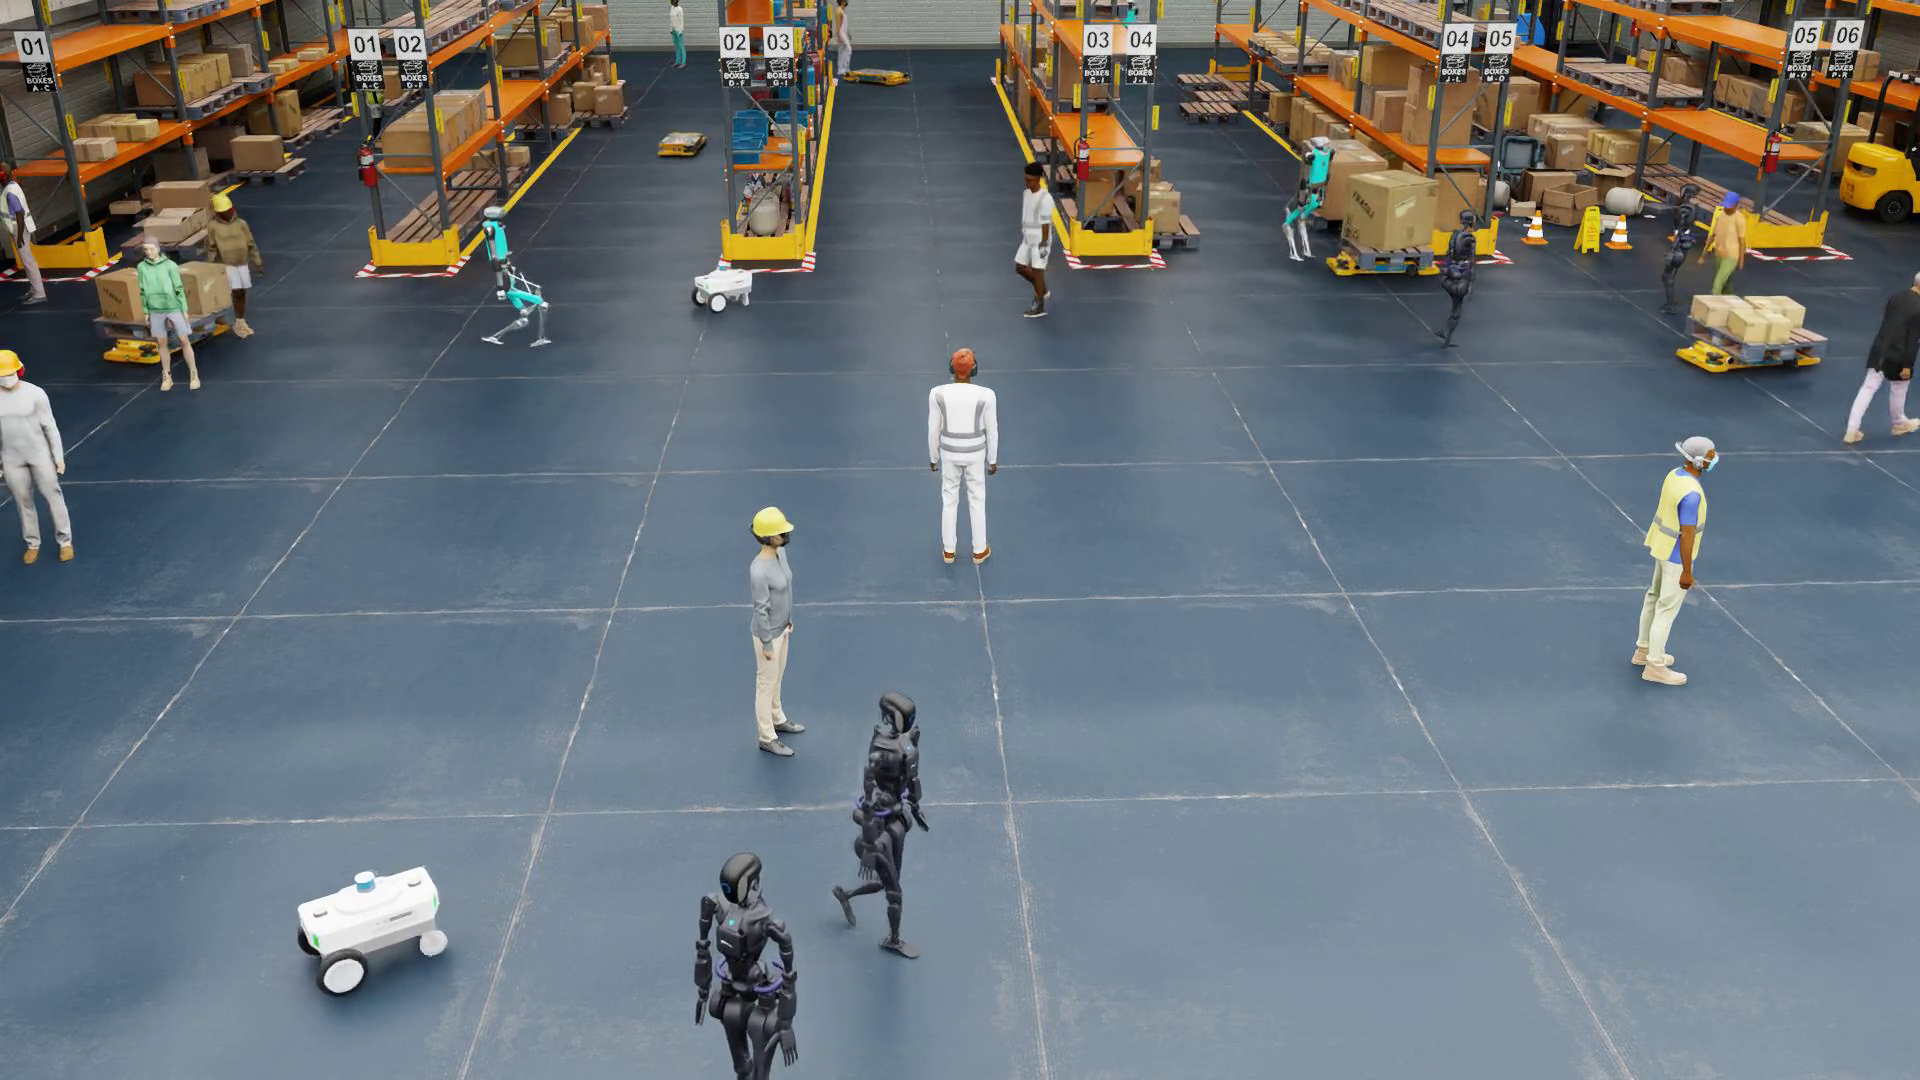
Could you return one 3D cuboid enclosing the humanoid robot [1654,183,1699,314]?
[{"bbox_3d":[9.064,-3.678,21.000,0.328,1.655,0.600,12,27,25],"label":"humanoid robot"}]

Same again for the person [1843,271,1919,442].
[{"bbox_3d":[9.458,-1.853,16.768,0.979,1.796,0.593,-8,25,-18],"label":"person"}]

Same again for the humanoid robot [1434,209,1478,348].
[{"bbox_3d":[5.911,-3.101,19.707,0.335,1.642,0.612,-7,25,-15],"label":"humanoid robot"}]

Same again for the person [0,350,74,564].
[{"bbox_3d":[-7.900,-0.709,14.079,0.569,1.889,0.389,-5,25,-11],"label":"person"}]

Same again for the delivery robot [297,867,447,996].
[{"bbox_3d":[-3.307,2.137,9.316,0.791,0.592,0.499,-15,28,-30],"label":"delivery robot"}]

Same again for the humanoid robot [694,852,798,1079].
[{"bbox_3d":[-0.996,2.181,7.839,0.595,1.644,0.344,12,27,26],"label":"humanoid robot"}]

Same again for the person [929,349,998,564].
[{"bbox_3d":[0.027,-0.700,14.060,0.579,1.882,0.340,3,24,6],"label":"person"}]

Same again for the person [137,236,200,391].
[{"bbox_3d":[-8.718,-2.494,18.281,0.469,1.732,0.326,-4,24,-8],"label":"person"}]

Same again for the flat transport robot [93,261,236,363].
[{"bbox_3d":[-9.496,-2.423,19.917,0.659,0.231,1.431,6,25,12],"label":"flat transport robot"}]

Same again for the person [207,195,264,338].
[{"bbox_3d":[-8.770,-3.314,20.111,0.479,1.737,0.534,21,32,39],"label":"person"}]

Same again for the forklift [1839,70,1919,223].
[{"bbox_3d":[15.132,-6.143,25.915,2.313,2.155,1.214,-1,24,-2],"label":"forklift"}]

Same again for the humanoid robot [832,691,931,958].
[{"bbox_3d":[-0.486,1.546,9.287,0.608,1.621,0.595,12,27,25],"label":"humanoid robot"}]

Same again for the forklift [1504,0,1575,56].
[{"bbox_3d":[14.700,-13.805,42.301,1.873,2.768,1.129,-1,24,-2],"label":"forklift"}]

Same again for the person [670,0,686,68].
[{"bbox_3d":[-6.902,-12.425,40.545,0.303,1.772,0.524,-17,29,-34],"label":"person"}]

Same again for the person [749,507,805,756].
[{"bbox_3d":[-1.255,0.603,11.273,0.302,1.772,0.524,4,24,9],"label":"person"}]

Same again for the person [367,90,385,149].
[{"bbox_3d":[-10.925,-8.203,31.157,0.322,1.690,0.531,-5,24,-11],"label":"person"}]

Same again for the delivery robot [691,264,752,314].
[{"bbox_3d":[-3.055,-3.263,21.434,0.752,0.580,0.503,-17,29,-34],"label":"delivery robot"}]

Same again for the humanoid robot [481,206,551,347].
[{"bbox_3d":[-5.185,-3.055,19.546,1.040,1.732,0.559,-1,24,-3],"label":"humanoid robot"}]

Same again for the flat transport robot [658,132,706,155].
[{"bbox_3d":[-5.198,-7.406,31.114,0.659,0.231,1.431,1,24,1],"label":"flat transport robot"}]

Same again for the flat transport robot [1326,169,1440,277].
[{"bbox_3d":[5.879,-3.852,23.128,1.431,0.231,0.659,-1,24,-3],"label":"flat transport robot"}]

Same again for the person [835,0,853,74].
[{"bbox_3d":[-2.673,-11.964,39.411,0.631,1.845,0.529,5,24,10],"label":"person"}]

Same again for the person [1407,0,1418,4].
[{"bbox_3d":[11.387,-12.969,41.804,0.949,1.737,0.639,-9,26,-19],"label":"person"}]

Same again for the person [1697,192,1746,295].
[{"bbox_3d":[9.351,-3.457,20.501,0.827,1.673,0.455,-7,25,-15],"label":"person"}]

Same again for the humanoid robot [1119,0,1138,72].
[{"bbox_3d":[4.074,-11.804,39.223,0.545,1.741,1.049,-14,28,-29],"label":"humanoid robot"}]

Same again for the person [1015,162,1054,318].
[{"bbox_3d":[0.938,-3.762,20.866,0.440,1.952,0.615,-14,28,-29],"label":"person"}]

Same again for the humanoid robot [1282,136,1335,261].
[{"bbox_3d":[4.858,-4.866,23.531,0.556,1.729,0.742,-18,29,-34],"label":"humanoid robot"}]

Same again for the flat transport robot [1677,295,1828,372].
[{"bbox_3d":[9.191,-2.177,19.363,1.431,0.231,0.659,-5,25,-12],"label":"flat transport robot"}]

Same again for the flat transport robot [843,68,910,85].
[{"bbox_3d":[-1.942,-10.768,38.669,1.431,0.231,0.659,14,28,29],"label":"flat transport robot"}]

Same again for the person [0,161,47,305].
[{"bbox_3d":[-12.121,-3.967,21.451,0.373,1.840,0.568,-14,28,-29],"label":"person"}]

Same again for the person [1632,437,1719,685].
[{"bbox_3d":[5.226,0.137,12.172,0.394,1.892,0.543,3,24,6],"label":"person"}]
